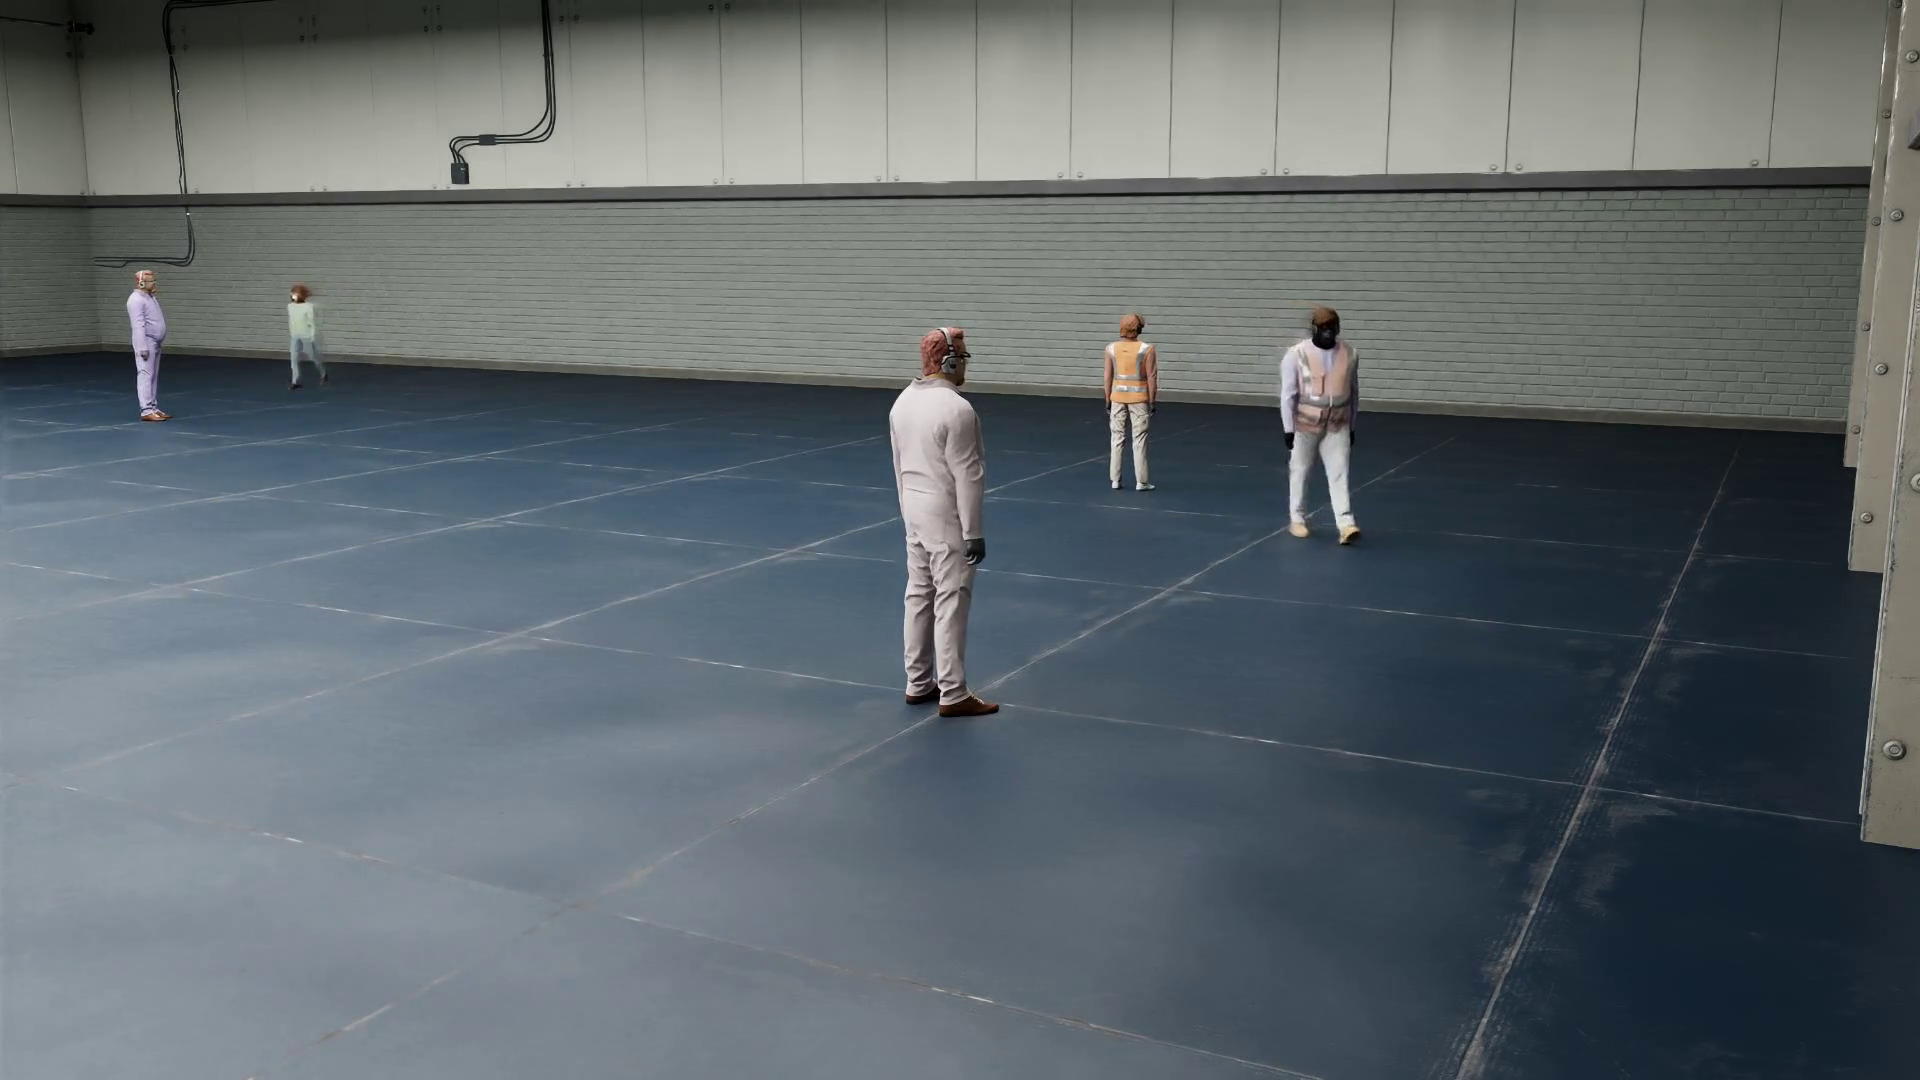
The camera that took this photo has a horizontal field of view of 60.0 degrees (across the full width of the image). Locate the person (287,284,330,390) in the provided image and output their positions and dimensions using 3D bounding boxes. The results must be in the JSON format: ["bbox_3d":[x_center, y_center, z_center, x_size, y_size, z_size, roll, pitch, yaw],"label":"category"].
[{"bbox_3d":[-10.097,-3.140,25.659,0.505,1.608,0.765,3,11,18],"label":"person"}]

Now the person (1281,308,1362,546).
[{"bbox_3d":[2.774,-0.860,12.707,0.655,1.792,0.954,-1,10,-6],"label":"person"}]

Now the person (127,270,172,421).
[{"bbox_3d":[-10.305,-2.468,21.168,0.404,1.911,0.636,-2,11,-11],"label":"person"}]

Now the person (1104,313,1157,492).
[{"bbox_3d":[1.568,-1.264,15.327,0.514,1.642,0.314,6,12,28],"label":"person"}]

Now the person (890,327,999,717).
[{"bbox_3d":[-0.070,-0.087,8.186,0.409,1.909,0.642,-7,13,-34],"label":"person"}]
